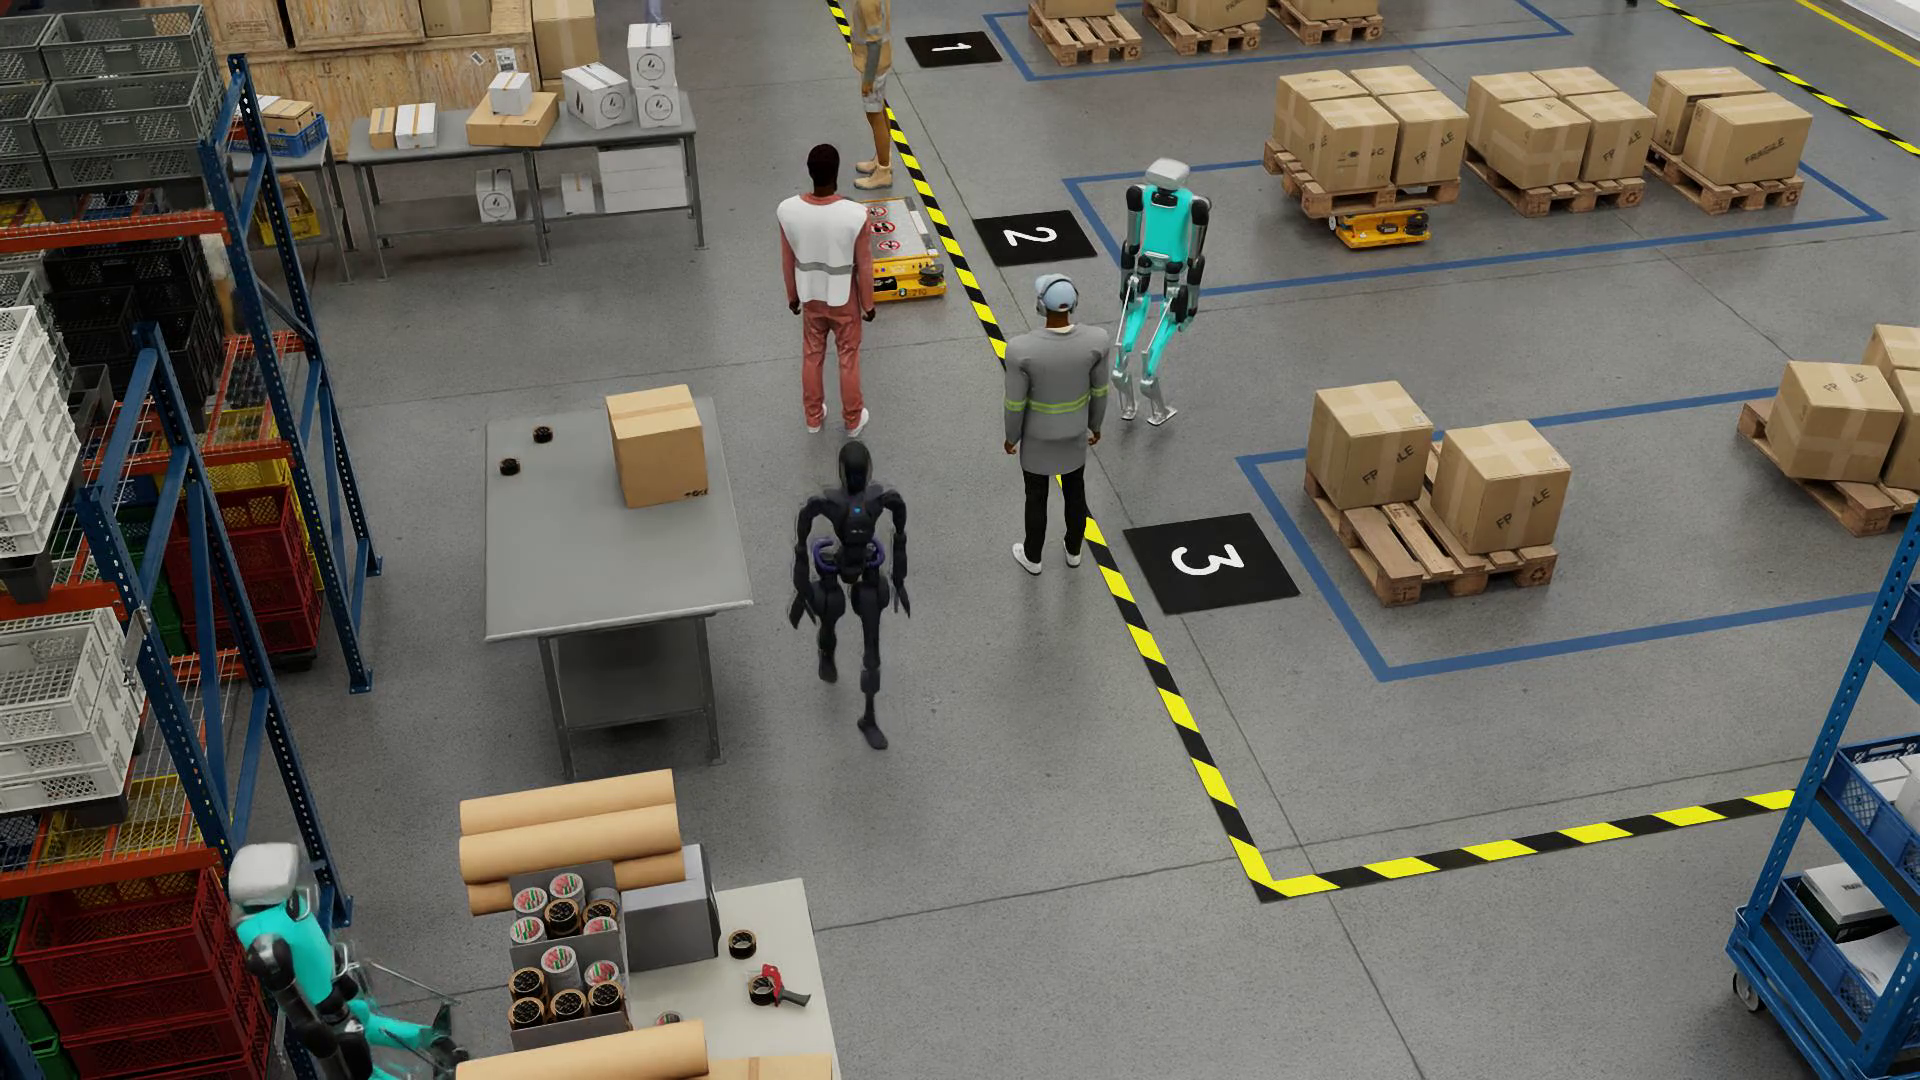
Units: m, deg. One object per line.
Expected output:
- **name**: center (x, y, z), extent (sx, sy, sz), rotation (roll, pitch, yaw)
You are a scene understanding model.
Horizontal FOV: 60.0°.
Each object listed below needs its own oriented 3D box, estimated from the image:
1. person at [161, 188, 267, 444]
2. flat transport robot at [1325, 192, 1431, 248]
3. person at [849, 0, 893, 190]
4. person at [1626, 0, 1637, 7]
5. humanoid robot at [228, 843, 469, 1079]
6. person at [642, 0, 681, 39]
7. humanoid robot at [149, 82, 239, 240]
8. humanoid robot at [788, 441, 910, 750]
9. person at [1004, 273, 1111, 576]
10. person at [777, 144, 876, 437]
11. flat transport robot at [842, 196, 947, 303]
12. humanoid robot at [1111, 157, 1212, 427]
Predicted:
- **person**: center (-4.491, -1.367, 10.077), extent (0.422, 1.835, 0.552), rotation (-11, 38, -15)
- **flat transport robot**: center (3.134, -2.740, 13.213), extent (0.652, 0.197, 1.431), rotation (-8, 37, -10)
- **person**: center (-0.731, -3.771, 13.144), extent (0.394, 2.033, 0.612), rotation (1, 37, 2)
- **person**: center (6.952, -6.397, 16.861), extent (0.596, 1.811, 0.665), rotation (8, 37, 11)
- **humanoid robot**: center (-2.059, 1.759, 6.044), extent (0.772, 1.876, 0.545), rotation (-12, 38, -16)
- **person**: center (-2.954, -5.739, 16.011), extent (0.328, 1.768, 0.524), rotation (-13, 39, -17)
- **humanoid robot**: center (-5.118, -2.140, 11.211), extent (0.609, 1.788, 0.836), rotation (-14, 39, -18)
- **humanoid robot**: center (-0.555, 0.201, 8.150), extent (0.609, 1.623, 0.809), rotation (-9, 38, -12)
- **person**: center (0.511, -0.623, 9.064), extent (0.588, 1.852, 0.370), rotation (-9, 38, -12)
- **person**: center (-0.806, -1.497, 10.197), extent (0.580, 1.910, 0.394), rotation (11, 38, 14)
- **flat transport robot**: center (-0.570, -2.220, 12.538), extent (0.659, 0.231, 1.431), rotation (-8, 37, -10)
- **humanoid robot**: center (1.137, -1.428, 10.130), extent (0.533, 1.677, 0.735), rotation (18, 40, 23)
